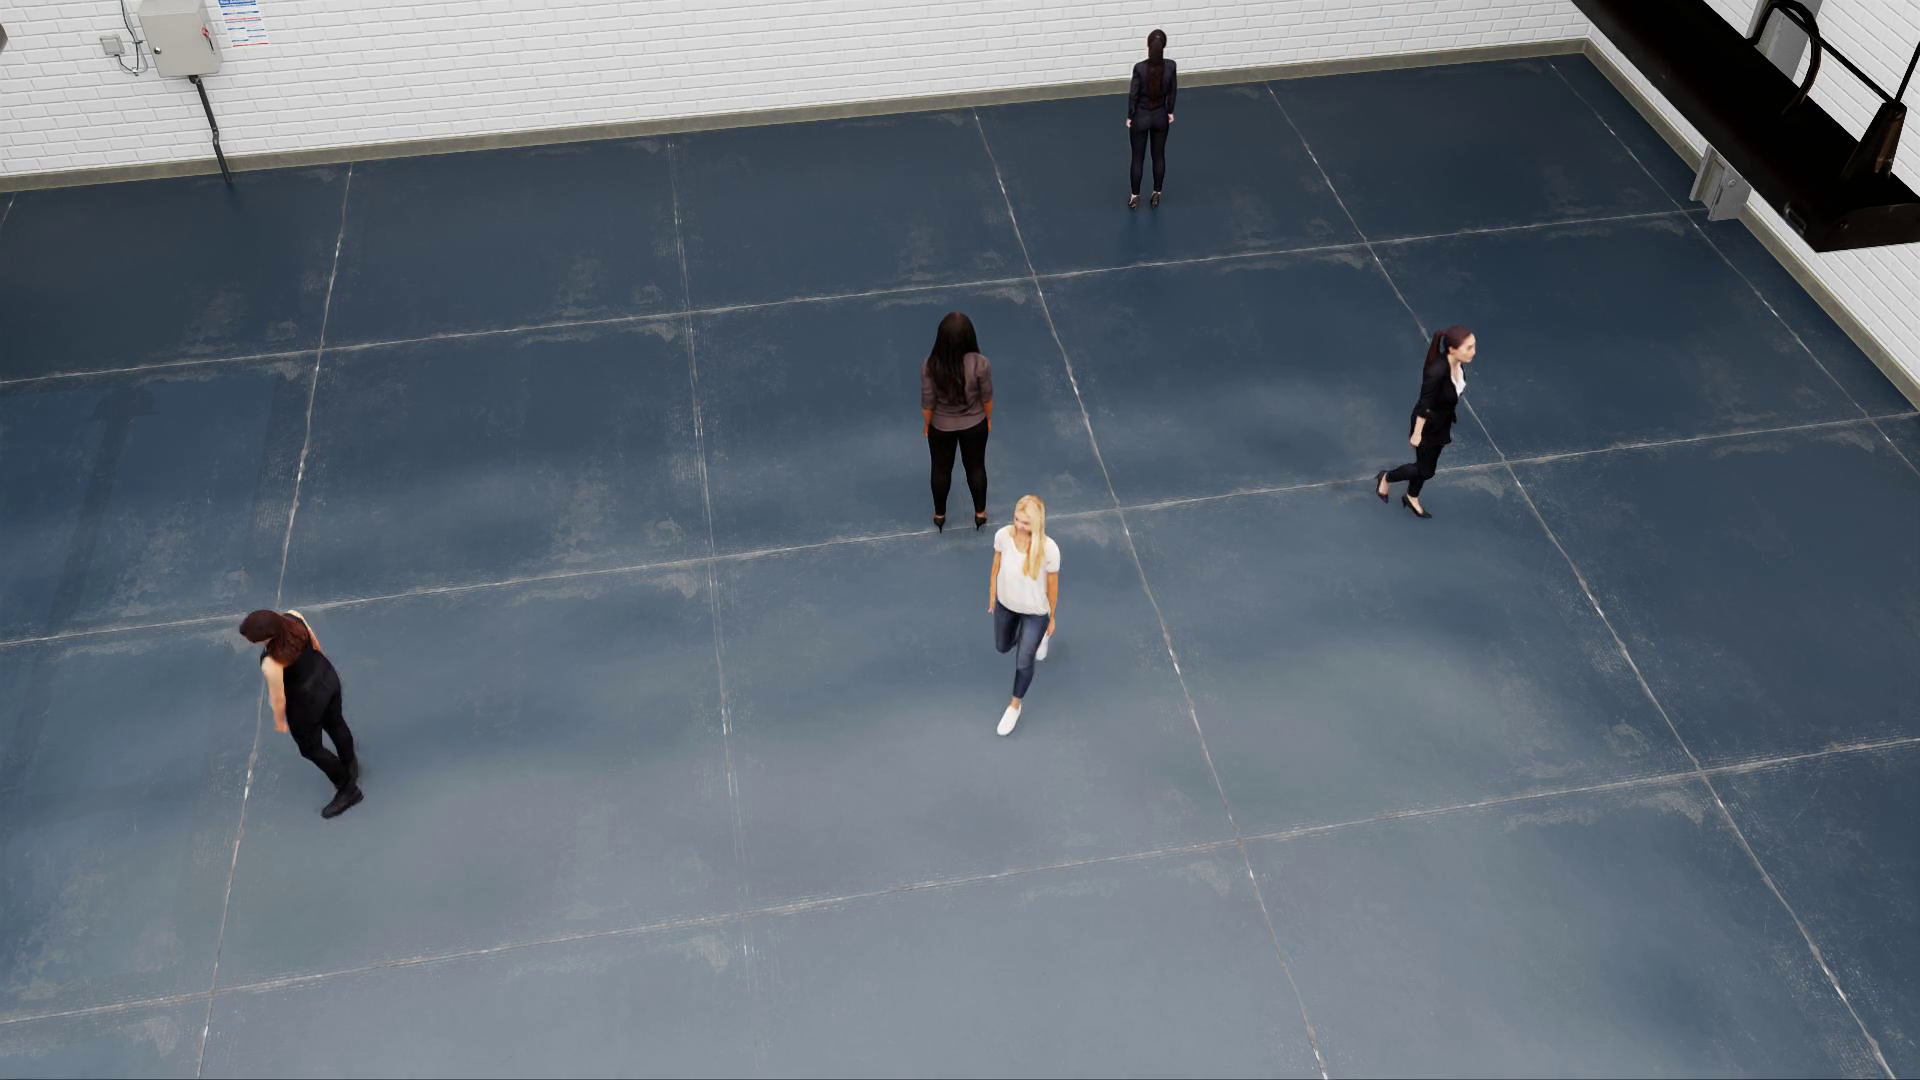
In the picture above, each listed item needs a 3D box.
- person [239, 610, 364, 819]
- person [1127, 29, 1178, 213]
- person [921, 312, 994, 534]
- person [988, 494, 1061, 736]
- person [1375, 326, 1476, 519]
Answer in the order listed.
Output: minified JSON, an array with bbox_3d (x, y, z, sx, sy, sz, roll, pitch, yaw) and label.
[{"bbox_3d":[-3.810,0.884,9.809,0.846,1.654,0.682,21,48,21],"label":"person"},{"bbox_3d":[1.666,-3.670,14.546,0.568,1.712,0.475,-7,44,-7],"label":"person"},{"bbox_3d":[-0.016,-0.780,11.419,0.685,1.841,0.650,0,44,0],"label":"person"},{"bbox_3d":[0.425,0.374,10.243,0.976,1.792,1.079,21,47,20],"label":"person"},{"bbox_3d":[3.212,-0.832,11.614,0.853,1.648,0.791,29,51,27],"label":"person"}]
